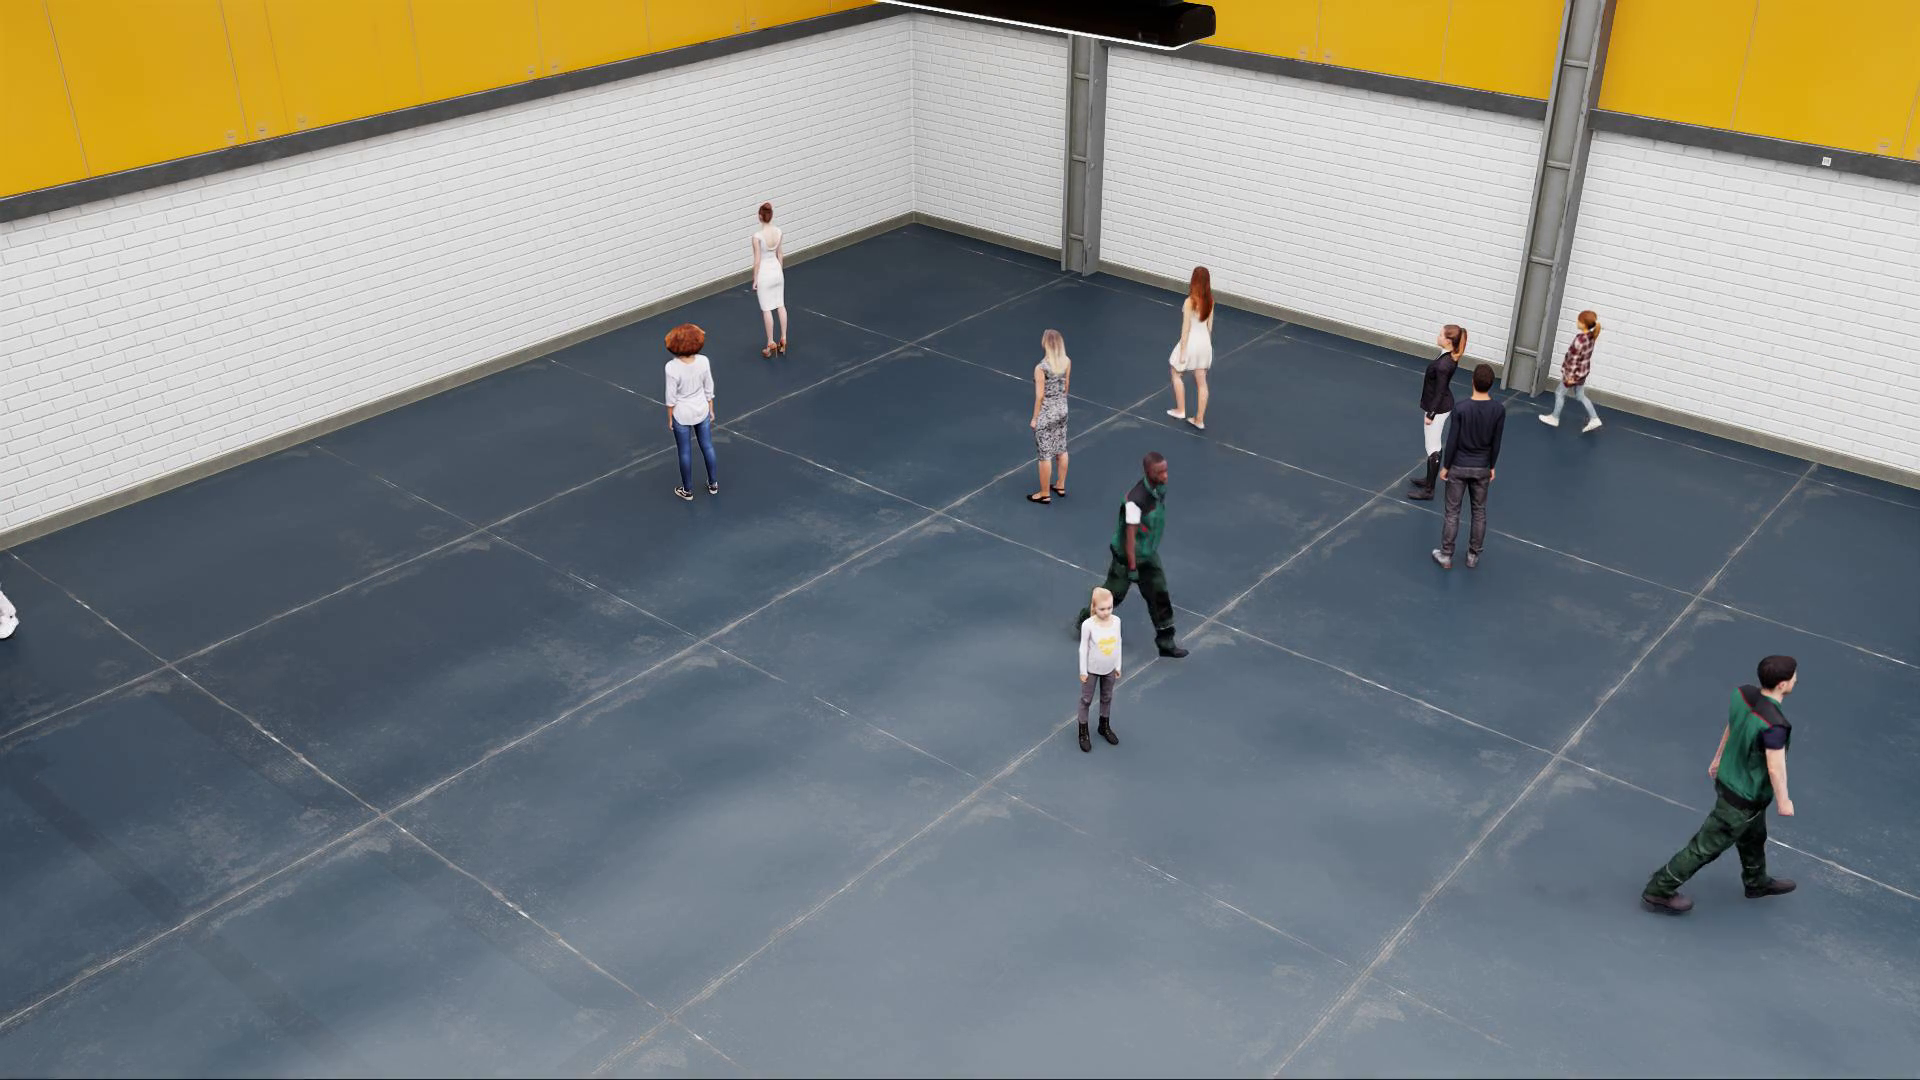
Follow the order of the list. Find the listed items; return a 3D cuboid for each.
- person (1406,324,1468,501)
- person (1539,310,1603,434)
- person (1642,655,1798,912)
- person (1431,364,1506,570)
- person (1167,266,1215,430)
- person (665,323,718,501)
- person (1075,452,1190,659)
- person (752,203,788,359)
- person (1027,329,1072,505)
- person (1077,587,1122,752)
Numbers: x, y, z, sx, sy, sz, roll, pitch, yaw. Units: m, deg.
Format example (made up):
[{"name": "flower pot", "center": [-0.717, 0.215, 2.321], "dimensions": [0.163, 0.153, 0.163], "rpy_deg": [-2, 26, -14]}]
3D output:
[{"name": "person", "center": [4.456, -1.204, 15.536], "dimensions": [0.648, 1.729, 0.632], "rpy_deg": [11, 30, 19]}, {"name": "person", "center": [6.326, -1.694, 16.894], "dimensions": [0.598, 1.287, 0.898], "rpy_deg": [-23, 36, -36]}, {"name": "person", "center": [4.770, 1.562, 10.330], "dimensions": [1.323, 1.857, 1.143], "rpy_deg": [2, 29, 4]}, {"name": "person", "center": [4.393, -0.623, 14.324], "dimensions": [0.691, 1.869, 0.771], "rpy_deg": [0, 29, 1]}, {"name": "person", "center": [2.440, -1.924, 16.892], "dimensions": [0.714, 1.695, 0.801], "rpy_deg": [-15, 32, -25]}, {"name": "person", "center": [-2.516, -1.208, 15.560], "dimensions": [0.725, 1.713, 0.735], "rpy_deg": [-14, 32, -24]}, {"name": "person", "center": [1.301, 0.099, 13.091], "dimensions": [1.236, 1.782, 0.775], "rpy_deg": [16, 32, 26]}, {"name": "person", "center": [-2.128, -2.910, 18.596], "dimensions": [0.601, 1.793, 0.514], "rpy_deg": [-24, 37, -37]}, {"name": "person", "center": [0.853, -1.150, 15.461], "dimensions": [0.596, 1.706, 0.546], "rpy_deg": [-22, 35, -34]}, {"name": "person", "center": [1.014, 0.916, 12.118], "dimensions": [0.572, 1.279, 0.612], "rpy_deg": [-11, 30, -19]}]
